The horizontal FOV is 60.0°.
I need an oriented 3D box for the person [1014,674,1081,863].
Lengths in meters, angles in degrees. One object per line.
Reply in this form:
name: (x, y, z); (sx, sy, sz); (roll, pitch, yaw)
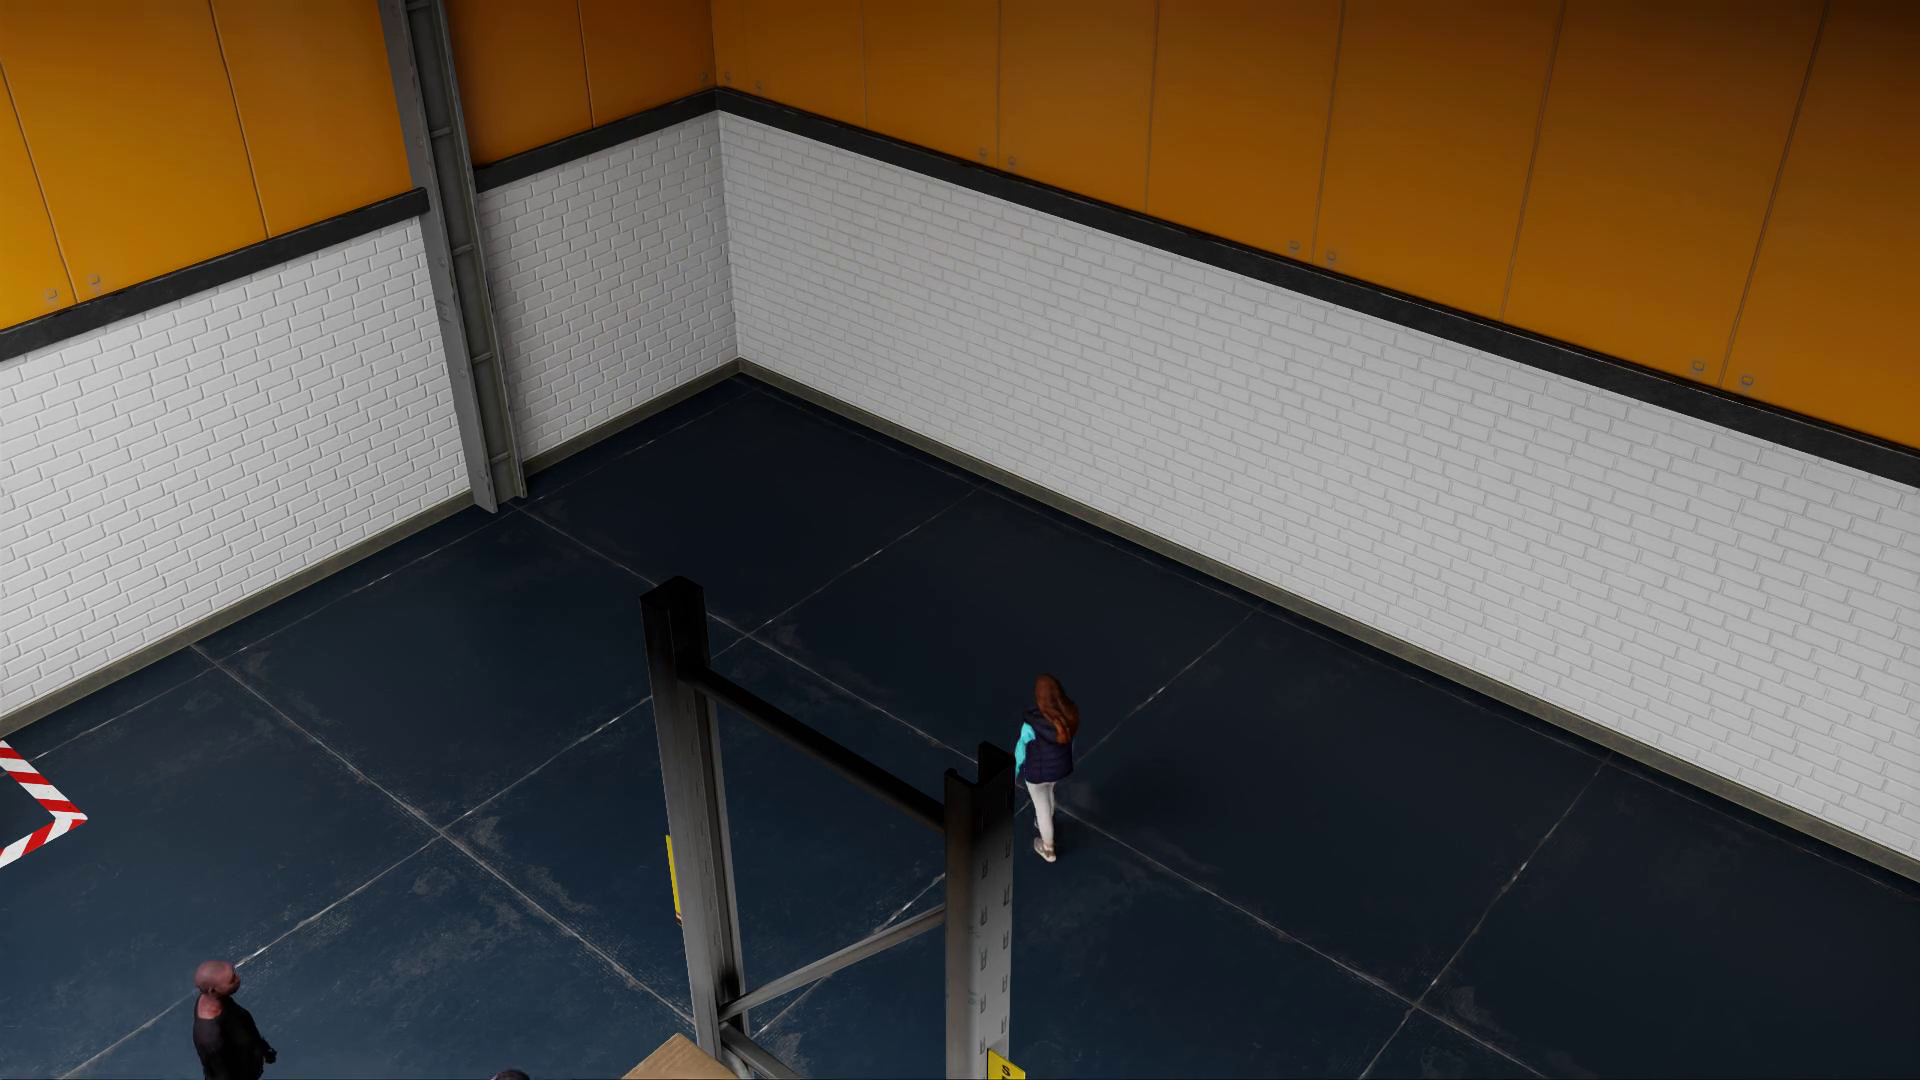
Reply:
person: (0.610, 1.559, 11.103); (0.667, 1.488, 0.709); (-21, 39, -29)

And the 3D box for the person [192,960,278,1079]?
person: (-3.939, 2.914, 8.856); (1.076, 1.718, 0.881); (-15, 36, -21)
